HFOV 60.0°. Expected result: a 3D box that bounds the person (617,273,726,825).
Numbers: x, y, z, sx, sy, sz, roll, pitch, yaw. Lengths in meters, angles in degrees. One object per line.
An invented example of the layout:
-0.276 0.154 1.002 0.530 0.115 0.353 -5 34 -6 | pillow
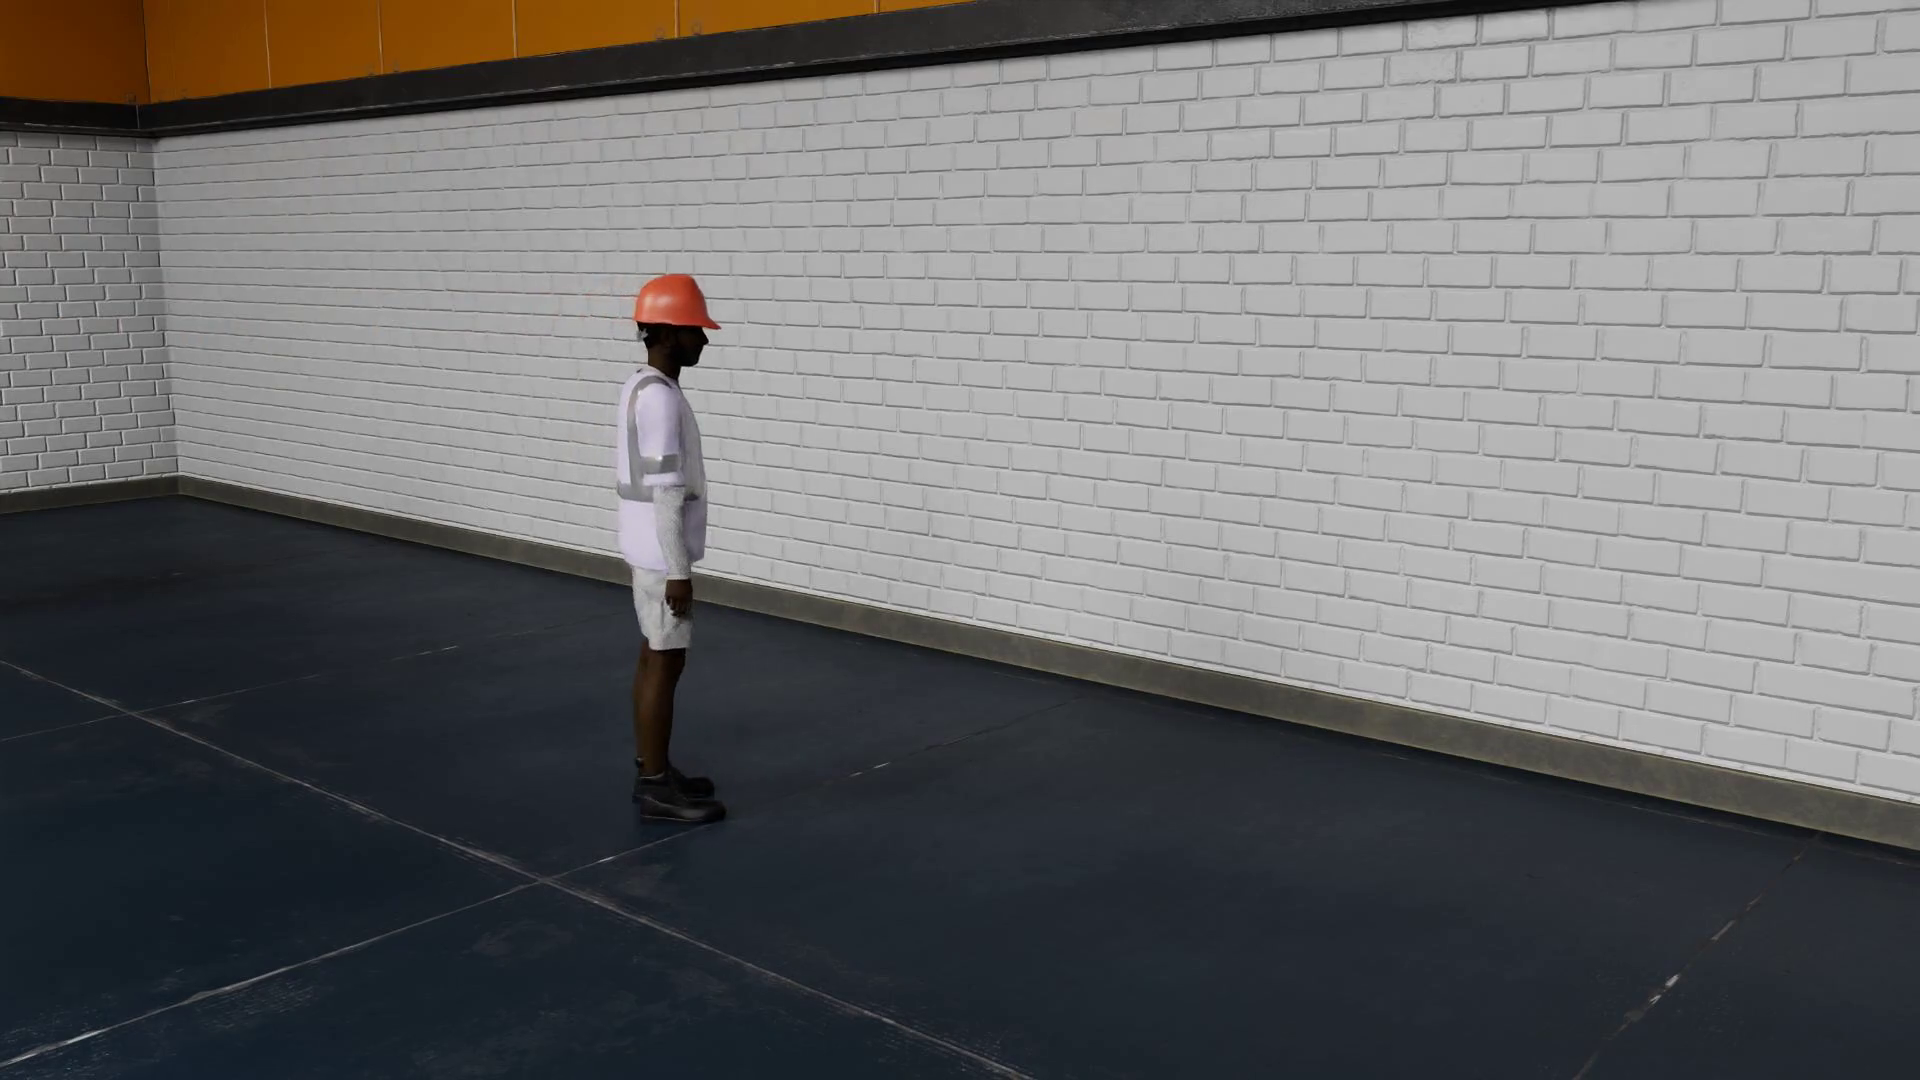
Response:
-1.012 0.034 5.888 0.377 1.933 0.551 -3 10 -17 | person
